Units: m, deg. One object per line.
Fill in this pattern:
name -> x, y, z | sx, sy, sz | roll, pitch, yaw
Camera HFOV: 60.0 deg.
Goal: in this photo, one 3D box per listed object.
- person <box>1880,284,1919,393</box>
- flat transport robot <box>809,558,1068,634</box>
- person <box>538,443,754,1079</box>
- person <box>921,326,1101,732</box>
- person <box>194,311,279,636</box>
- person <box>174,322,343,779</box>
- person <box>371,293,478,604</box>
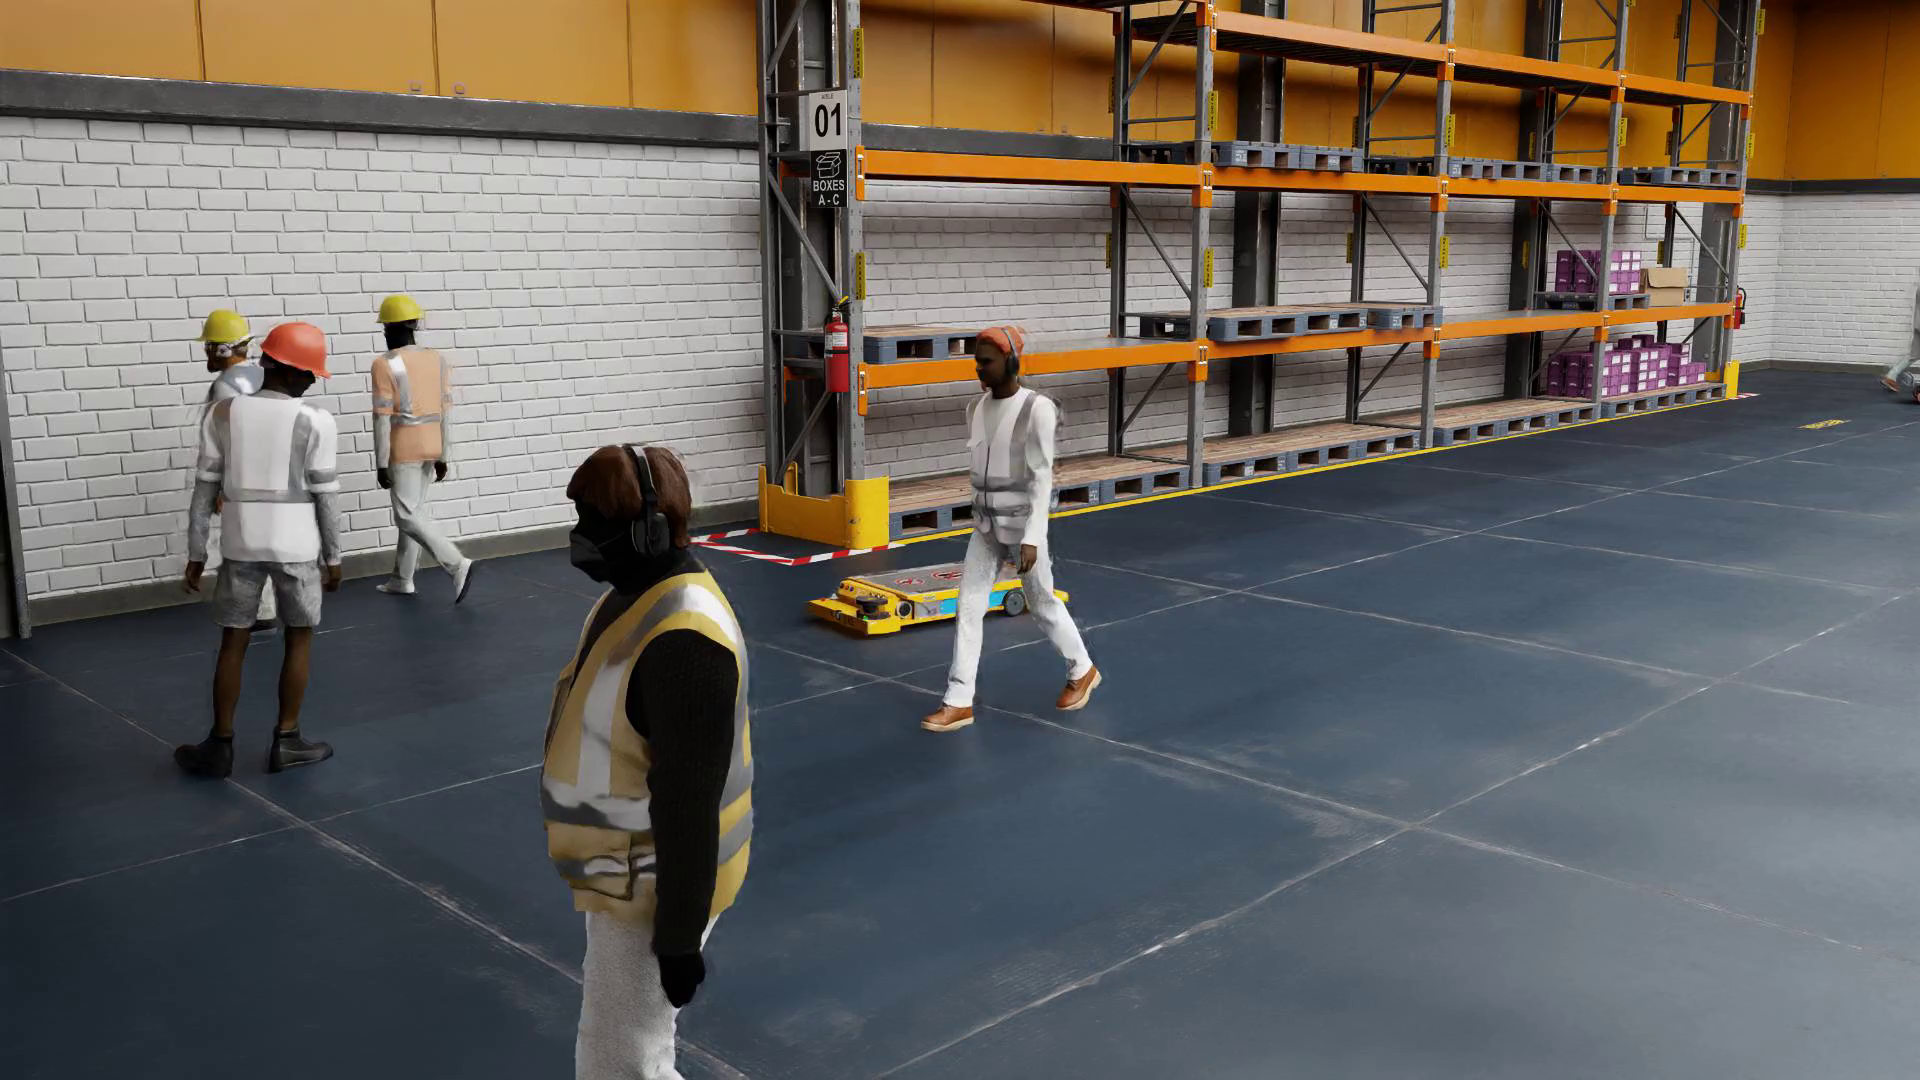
person -> 13.609, -3.003, 23.523 | 0.937, 1.910, 0.643 | 4, 11, 19
flat transport robot -> -0.117, 0.313, 9.865 | 1.431, 0.197, 0.652 | -7, 13, -35
person -> -0.678, 0.707, 3.454 | 0.494, 1.834, 0.651 | -3, 11, -16
person -> 0.271, -0.065, 7.658 | 0.966, 1.848, 0.585 | -10, 14, -43
person -> -4.055, -0.362, 9.357 | 0.446, 1.830, 0.608 | -1, 10, -6
person -> -2.942, 0.042, 6.945 | 0.724, 1.884, 0.472 | -1, 10, -5
person -> -3.315, -0.551, 10.153 | 0.863, 1.900, 0.598 | 4, 11, 23
